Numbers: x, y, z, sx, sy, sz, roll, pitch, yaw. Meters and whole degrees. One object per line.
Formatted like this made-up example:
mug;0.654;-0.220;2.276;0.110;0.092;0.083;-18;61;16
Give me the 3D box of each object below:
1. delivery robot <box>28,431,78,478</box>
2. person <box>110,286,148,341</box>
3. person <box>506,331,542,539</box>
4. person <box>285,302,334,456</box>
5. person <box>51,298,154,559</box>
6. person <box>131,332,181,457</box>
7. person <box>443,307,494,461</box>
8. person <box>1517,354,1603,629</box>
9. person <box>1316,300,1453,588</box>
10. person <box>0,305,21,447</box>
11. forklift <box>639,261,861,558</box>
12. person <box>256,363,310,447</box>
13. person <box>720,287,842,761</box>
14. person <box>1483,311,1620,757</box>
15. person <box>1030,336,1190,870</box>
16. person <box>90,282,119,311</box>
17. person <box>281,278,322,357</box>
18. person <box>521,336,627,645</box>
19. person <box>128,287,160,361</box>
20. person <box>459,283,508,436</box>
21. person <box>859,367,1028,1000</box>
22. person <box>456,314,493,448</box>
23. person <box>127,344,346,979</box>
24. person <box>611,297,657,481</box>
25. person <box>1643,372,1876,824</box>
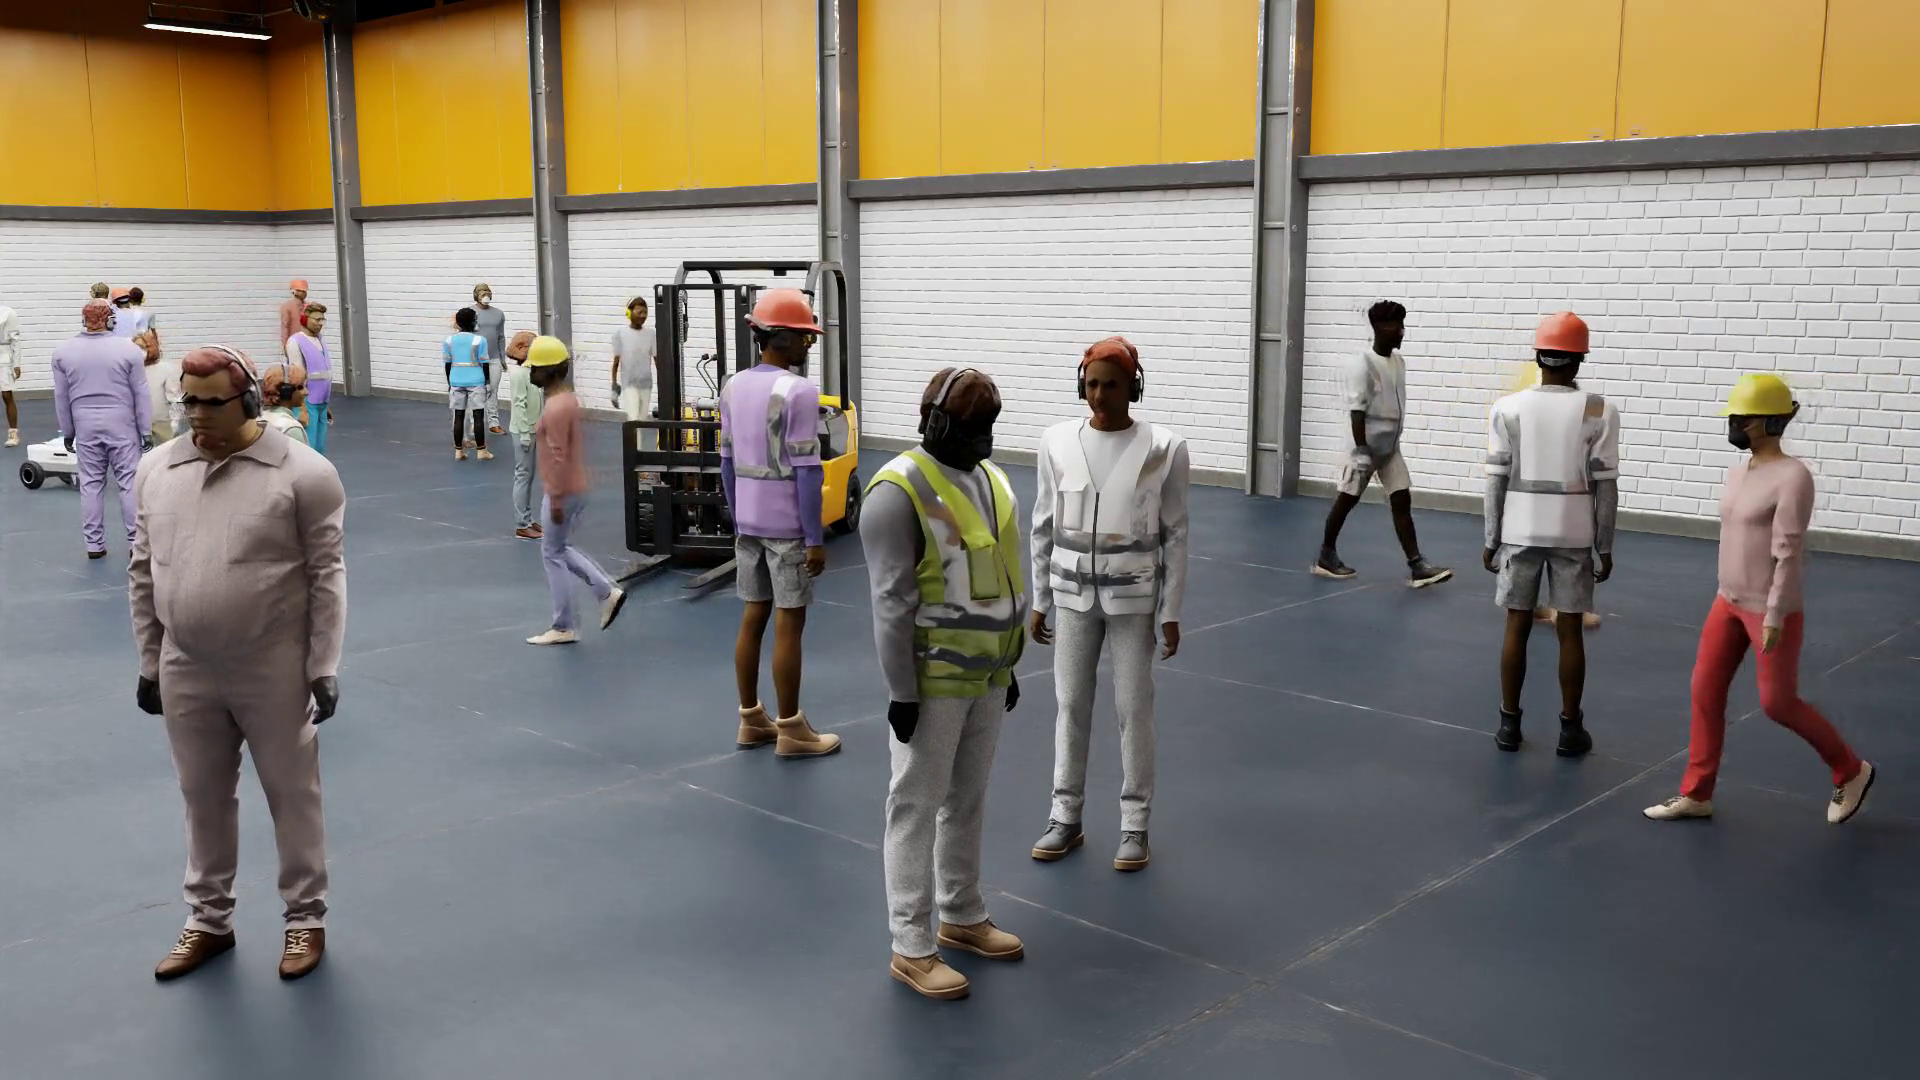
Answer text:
delivery robot;-8.635;-0.816;16.070;0.707;0.478;0.477;4;10;21
person;-10.904;-2.371;21.791;0.559;1.889;0.621;-3;10;-18
person;-3.418;-0.832;13.153;0.286;1.636;0.500;-1;9;-6
person;-5.649;-1.148;14.469;0.388;1.837;0.564;0;9;0
person;-6.251;-0.813;12.207;0.645;1.907;0.400;-1;9;-8
person;-6.875;-0.983;14.222;0.513;1.592;0.863;-1;9;-5
person;-5.434;-1.719;18.391;0.540;1.699;0.317;2;9;9
person;3.602;-0.393;9.882;0.606;1.824;0.639;0;9;-1
person;2.820;-0.641;11.121;0.622;1.910;1.028;-8;12;-41
person;-11.481;-2.108;19.733;0.614;2.040;0.390;-1;9;-9
forklift;-1.552;-1.040;12.721;1.214;2.155;2.313;2;9;11
person;-3.567;-0.111;8.763;0.324;1.632;0.521;-8;12;-40
person;-0.781;-0.069;7.238;0.394;2.040;0.610;-9;13;-42
person;2.578;-0.025;7.282;0.552;1.935;0.373;4;10;24
person;0.516;0.226;5.903;0.572;1.885;0.356;4;10;21
person;-11.636;-2.538;22.684;0.370;1.940;0.627;-1;9;-7
person;-9.963;-2.995;25.378;0.637;1.977;0.620;3;10;19
person;-2.206;-0.274;9.368;0.466;1.752;0.543;-1;9;-4
person;-12.134;-2.799;24.571;0.567;1.844;0.471;-5;11;-30
person;-6.037;-2.284;21.132;0.372;1.940;0.630;9;13;44
person;-0.015;0.407;4.951;0.429;1.838;0.622;6;11;33
person;-5.738;-1.874;19.608;0.504;1.618;0.506;1;9;8
person;-2.163;0.372;4.964;0.636;1.902;0.405;0;9;2
person;-3.216;-1.524;16.795;0.553;1.830;0.808;-6;11;-34
person;3.073;0.234;6.287;0.759;1.740;0.520;-1;9;-8
